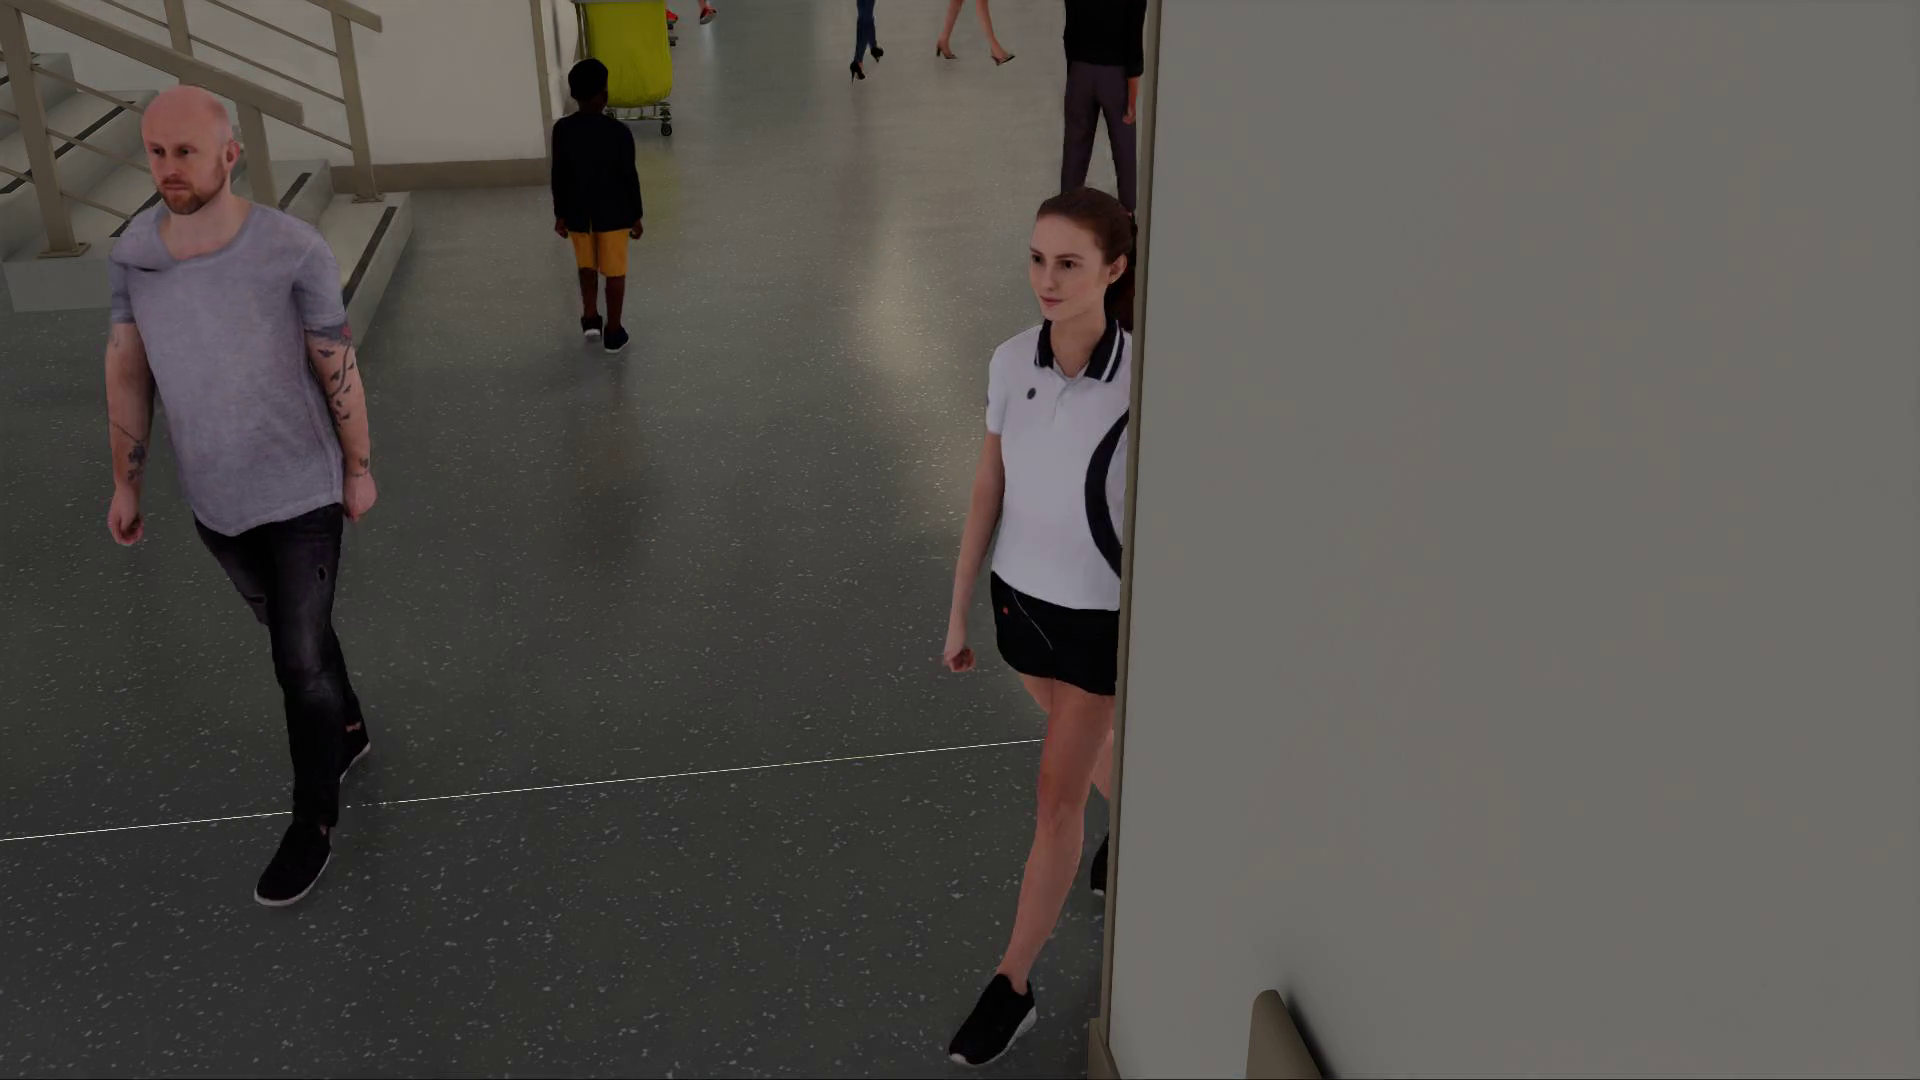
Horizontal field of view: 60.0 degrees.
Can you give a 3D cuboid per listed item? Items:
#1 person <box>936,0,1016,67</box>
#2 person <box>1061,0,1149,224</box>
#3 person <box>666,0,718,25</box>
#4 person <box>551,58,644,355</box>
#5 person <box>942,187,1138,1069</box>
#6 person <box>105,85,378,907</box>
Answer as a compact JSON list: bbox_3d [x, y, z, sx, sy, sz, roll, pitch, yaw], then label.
[{"bbox_3d":[0.010,-4.719,13.537,1.090,1.684,1.145,23,34,39],"label":"person"},{"bbox_3d":[0.663,-2.176,8.322,1.039,1.634,0.962,8,27,16],"label":"person"},{"bbox_3d":[-2.761,-5.681,15.401,1.184,1.799,1.205,20,32,36],"label":"person"},{"bbox_3d":[-1.575,-1.404,7.150,0.546,1.262,0.635,0,26,0],"label":"person"},{"bbox_3d":[0.274,0.137,3.445,1.106,1.704,1.148,16,30,30],"label":"person"},{"bbox_3d":[-1.601,-0.164,3.950,1.029,1.807,0.940,5,26,10],"label":"person"}]
